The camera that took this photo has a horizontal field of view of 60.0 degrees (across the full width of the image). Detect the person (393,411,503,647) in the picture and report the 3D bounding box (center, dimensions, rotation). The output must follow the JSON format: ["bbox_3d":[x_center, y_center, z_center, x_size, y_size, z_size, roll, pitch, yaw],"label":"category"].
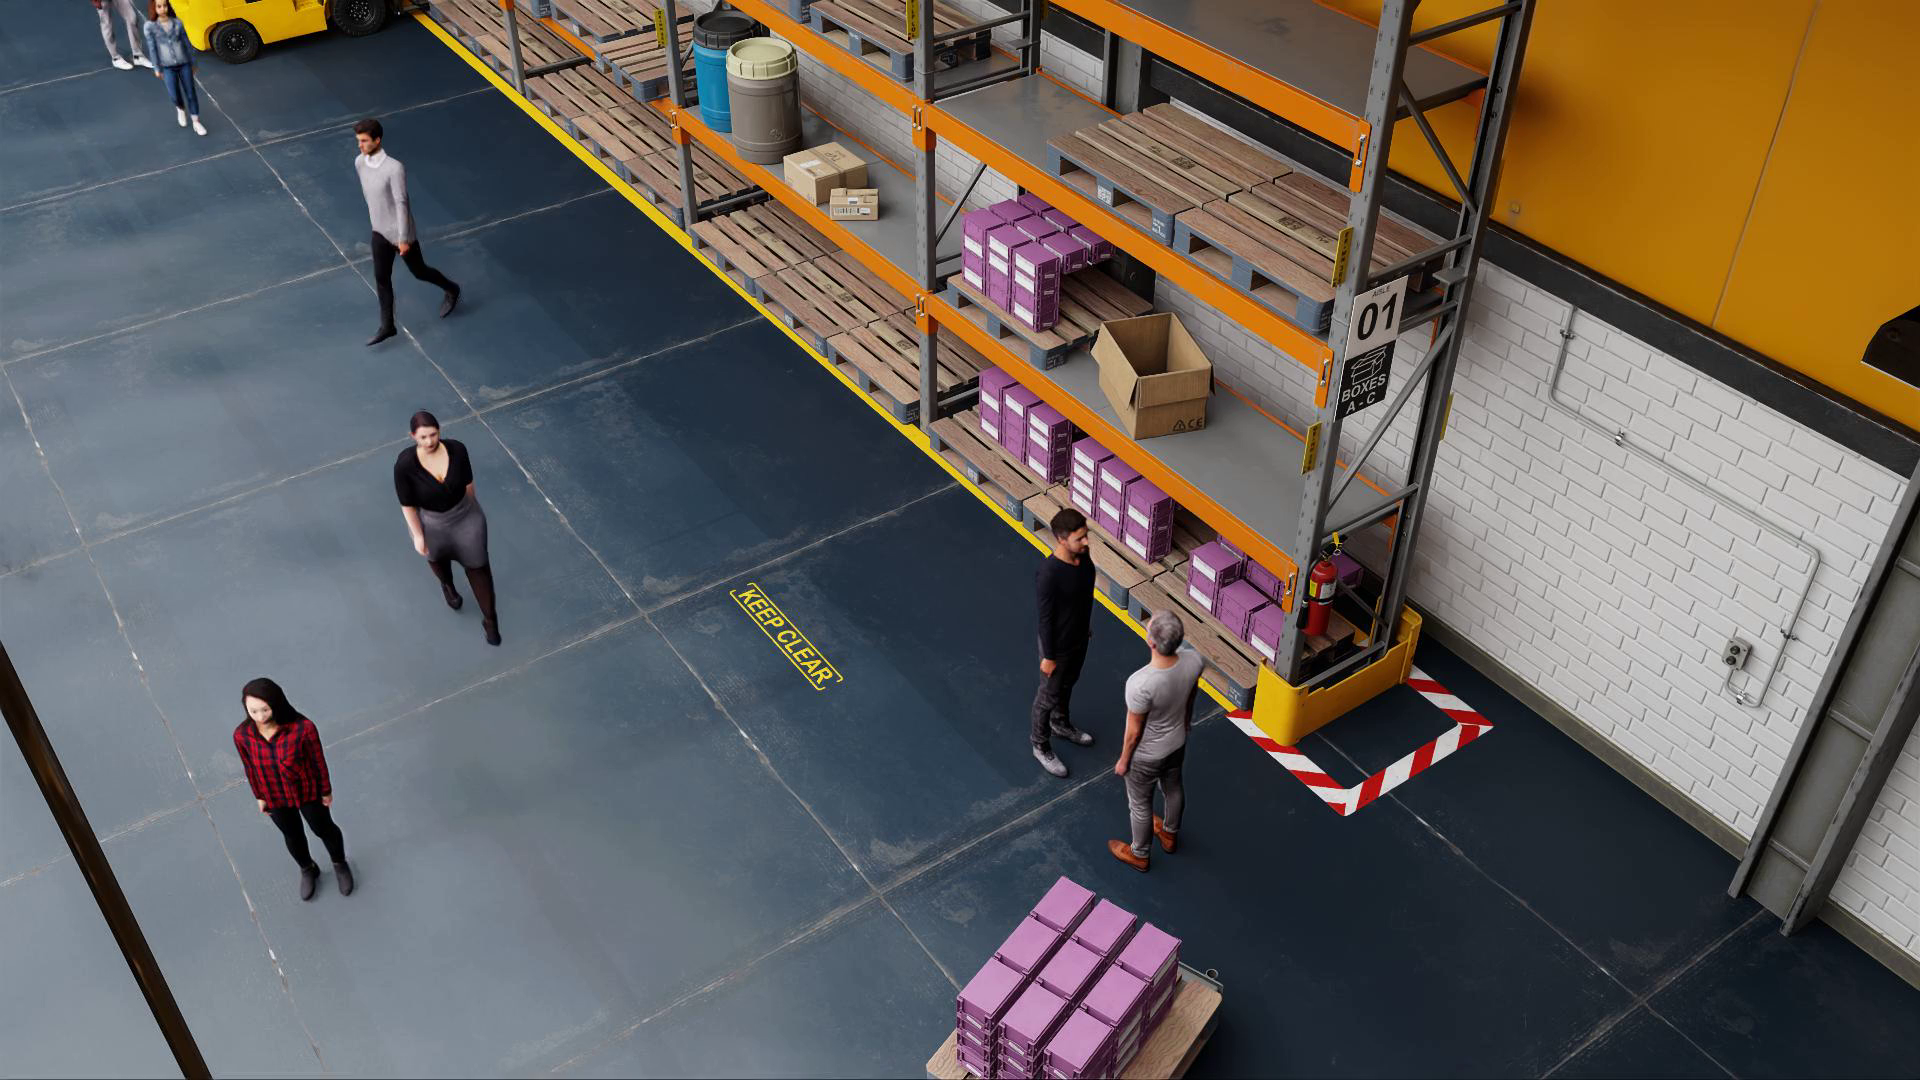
[{"bbox_3d":[-3.436,-0.157,10.995,0.736,1.716,1.095,-18,42,-21],"label":"person"}]

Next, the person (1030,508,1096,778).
[{"bbox_3d":[0.611,0.578,9.951,0.674,1.871,0.697,23,44,26],"label":"person"}]

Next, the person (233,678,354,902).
[{"bbox_3d":[-3.668,1.361,9.147,0.659,1.650,0.661,-5,39,-7],"label":"person"}]

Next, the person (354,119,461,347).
[{"bbox_3d":[-4.665,-2.635,13.946,1.309,1.906,1.166,19,42,22],"label":"person"}]

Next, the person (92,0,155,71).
[{"bbox_3d":[-9.493,-6.090,18.342,0.944,1.818,0.891,17,42,20],"label":"person"}]

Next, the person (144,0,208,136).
[{"bbox_3d":[-8.109,-4.915,17.153,0.571,1.466,0.637,-23,44,-26],"label":"person"}]

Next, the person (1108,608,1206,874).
[{"bbox_3d":[1.100,1.132,9.292,0.702,1.827,0.547,-26,46,-29],"label":"person"}]
